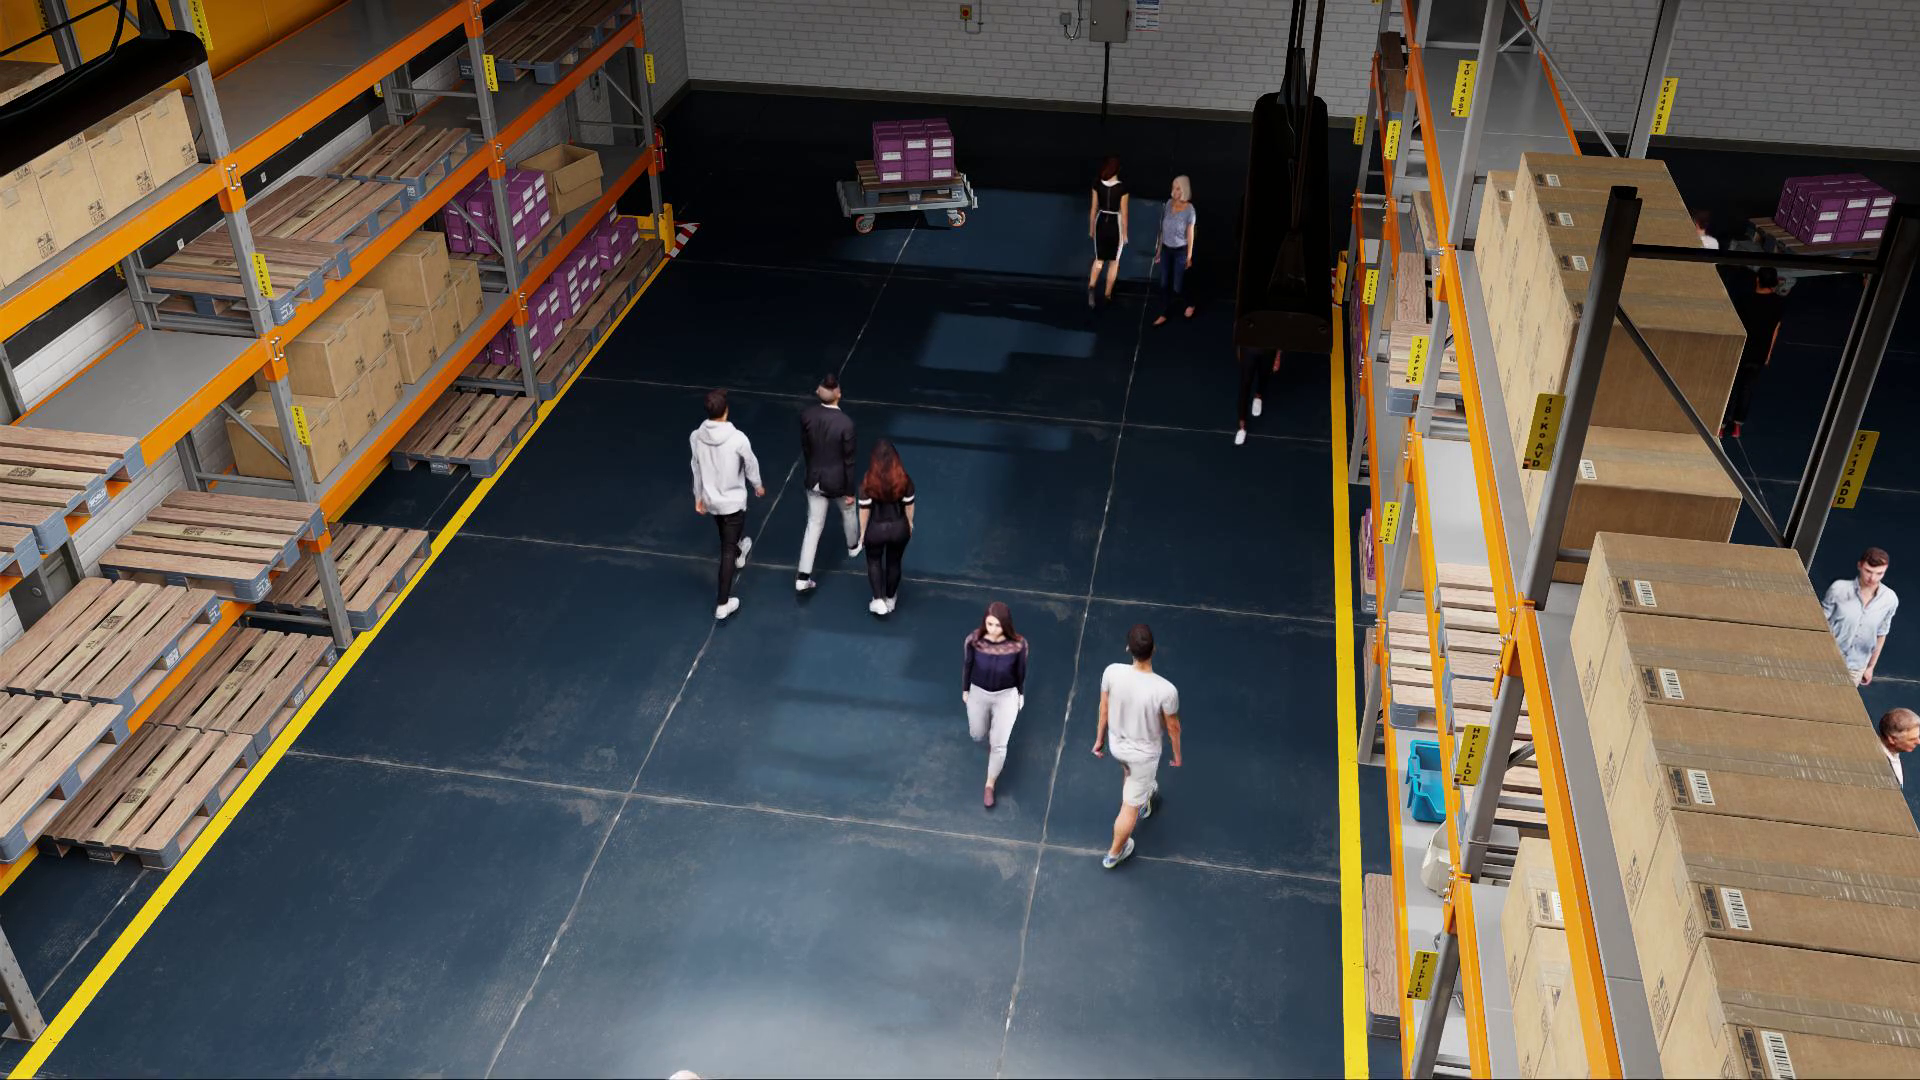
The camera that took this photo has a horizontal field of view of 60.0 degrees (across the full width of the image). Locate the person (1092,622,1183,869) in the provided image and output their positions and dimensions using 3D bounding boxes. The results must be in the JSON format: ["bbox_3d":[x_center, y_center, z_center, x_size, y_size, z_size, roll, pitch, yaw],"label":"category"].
[{"bbox_3d":[1.103,1.425,10.960,0.989,1.811,1.194,21,39,28],"label":"person"}]

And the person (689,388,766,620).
[{"bbox_3d":[-1.927,-0.252,13.439,0.731,1.860,1.288,8,35,12],"label":"person"}]

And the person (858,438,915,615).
[{"bbox_3d":[-0.577,-0.066,13.364,0.701,1.634,0.755,-4,34,-6],"label":"person"}]

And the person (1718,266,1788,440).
[{"bbox_3d":[7.507,-1.787,15.843,0.641,1.755,0.591,3,34,4],"label":"person"}]

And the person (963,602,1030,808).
[{"bbox_3d":[0.239,1.085,11.668,0.606,1.594,0.860,5,34,8],"label":"person"}]

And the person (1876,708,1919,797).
[{"bbox_3d":[5.627,1.759,10.455,0.921,1.815,0.837,26,42,33],"label":"person"}]

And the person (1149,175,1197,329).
[{"bbox_3d":[2.356,-3.105,17.862,0.897,1.716,0.830,-23,40,-30],"label":"person"}]

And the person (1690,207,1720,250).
[{"bbox_3d":[7.351,-2.401,16.719,1.194,1.808,1.312,-19,38,-26],"label":"person"}]

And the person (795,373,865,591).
[{"bbox_3d":[-1.124,-0.453,13.698,0.917,1.908,1.372,13,36,19],"label":"person"}]

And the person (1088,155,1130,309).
[{"bbox_3d":[1.590,-3.285,18.074,0.728,1.782,0.932,15,37,22],"label":"person"}]

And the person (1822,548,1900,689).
[{"bbox_3d":[6.259,0.831,11.822,0.664,1.846,0.549,8,34,12],"label":"person"}]
